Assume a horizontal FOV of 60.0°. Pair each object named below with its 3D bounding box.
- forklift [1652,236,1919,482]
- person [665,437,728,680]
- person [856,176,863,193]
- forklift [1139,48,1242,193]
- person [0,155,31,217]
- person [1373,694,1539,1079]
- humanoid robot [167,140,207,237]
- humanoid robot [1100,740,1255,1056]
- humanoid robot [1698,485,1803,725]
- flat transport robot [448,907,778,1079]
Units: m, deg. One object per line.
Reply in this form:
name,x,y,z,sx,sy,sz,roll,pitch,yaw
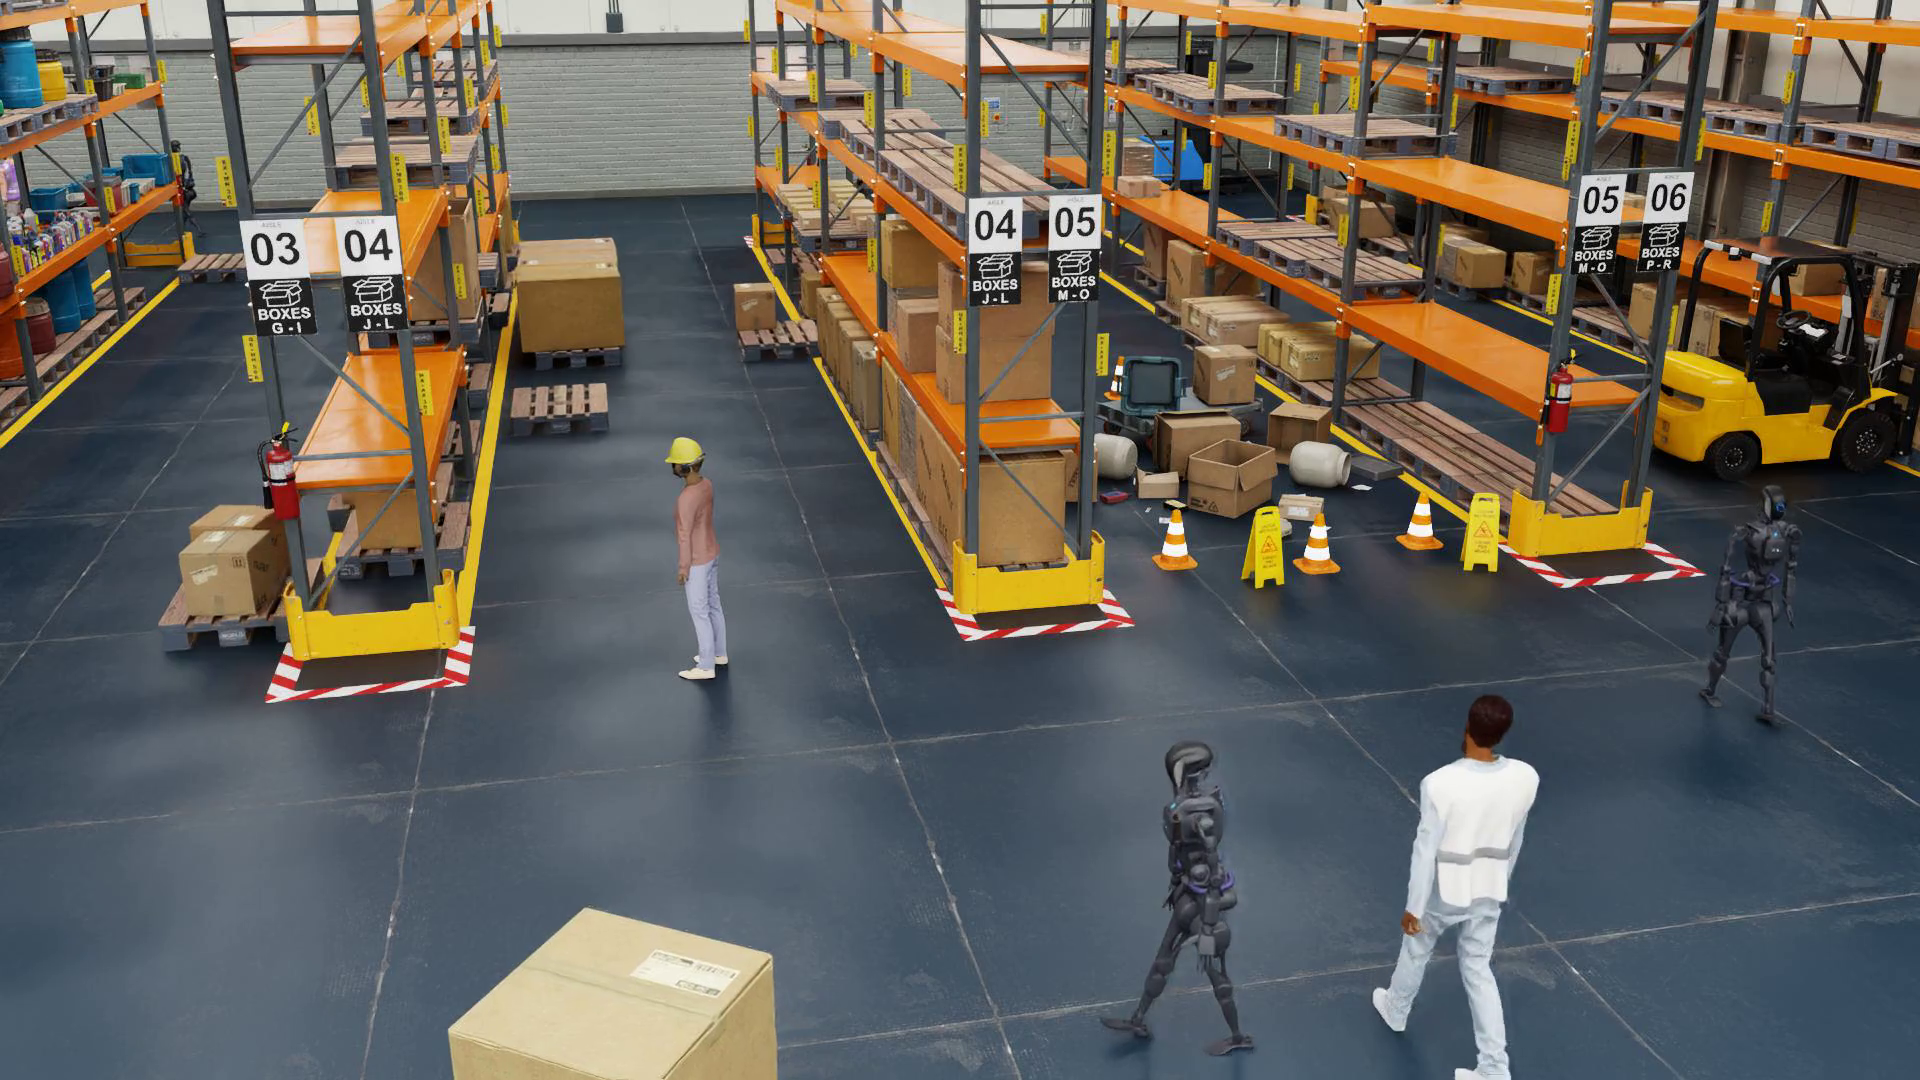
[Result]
forklift,8.013,-1.814,16.330,2.313,2.155,1.214,-4,21,-12
person,-1.869,0.127,11.725,0.342,1.756,0.516,3,21,9
person,-1.835,-6.953,30.909,0.845,1.661,0.534,-1,20,-3
forklift,4.566,-8.313,32.860,1.873,2.768,1.129,-4,21,-12
person,-15.341,-5.537,27.076,0.348,1.688,0.490,11,23,26
person,2.310,1.594,7.622,0.618,1.868,0.928,-5,21,-14
humanoid robot,-13.271,-5.992,28.411,0.819,1.631,0.589,7,21,18
humanoid robot,1.062,1.684,7.702,0.753,1.623,0.608,-4,21,-10
humanoid robot,5.295,0.429,11.061,0.603,1.628,0.720,-3,21,-9
flat transport robot,-1.279,2.792,6.684,1.431,0.231,0.659,-17,26,-39
